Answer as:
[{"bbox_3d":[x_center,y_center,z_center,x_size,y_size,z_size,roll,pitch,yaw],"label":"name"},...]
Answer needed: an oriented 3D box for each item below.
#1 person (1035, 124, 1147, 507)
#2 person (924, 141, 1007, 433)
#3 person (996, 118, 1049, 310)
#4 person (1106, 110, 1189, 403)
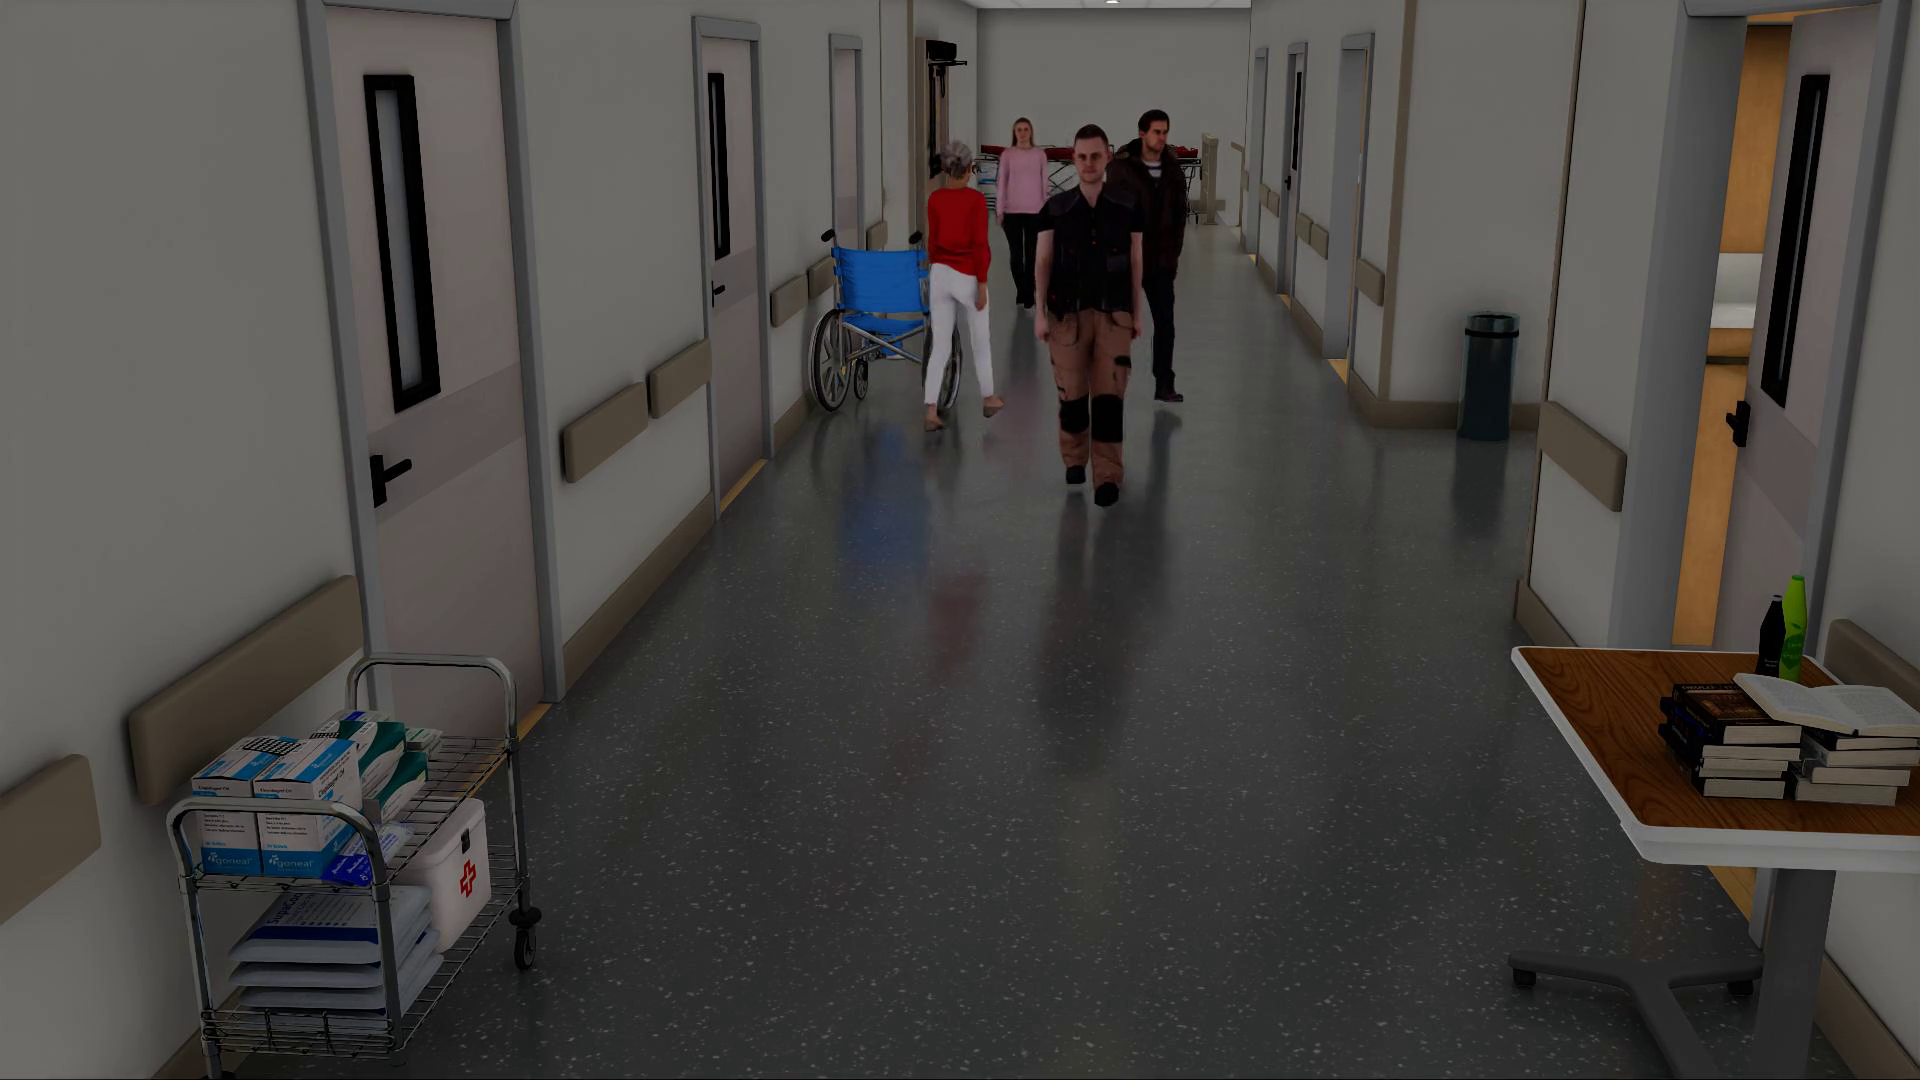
[{"bbox_3d":[0.631,-1.082,8.176,0.679,1.782,1.160,2,16,5],"label":"person"},{"bbox_3d":[-0.058,-1.402,9.572,0.829,1.641,1.209,7,17,23],"label":"person"},{"bbox_3d":[0.553,-2.889,14.844,0.665,1.642,1.081,0,16,0],"label":"person"},{"bbox_3d":[1.120,-1.797,10.662,1.053,1.810,1.290,-5,16,-17],"label":"person"}]
